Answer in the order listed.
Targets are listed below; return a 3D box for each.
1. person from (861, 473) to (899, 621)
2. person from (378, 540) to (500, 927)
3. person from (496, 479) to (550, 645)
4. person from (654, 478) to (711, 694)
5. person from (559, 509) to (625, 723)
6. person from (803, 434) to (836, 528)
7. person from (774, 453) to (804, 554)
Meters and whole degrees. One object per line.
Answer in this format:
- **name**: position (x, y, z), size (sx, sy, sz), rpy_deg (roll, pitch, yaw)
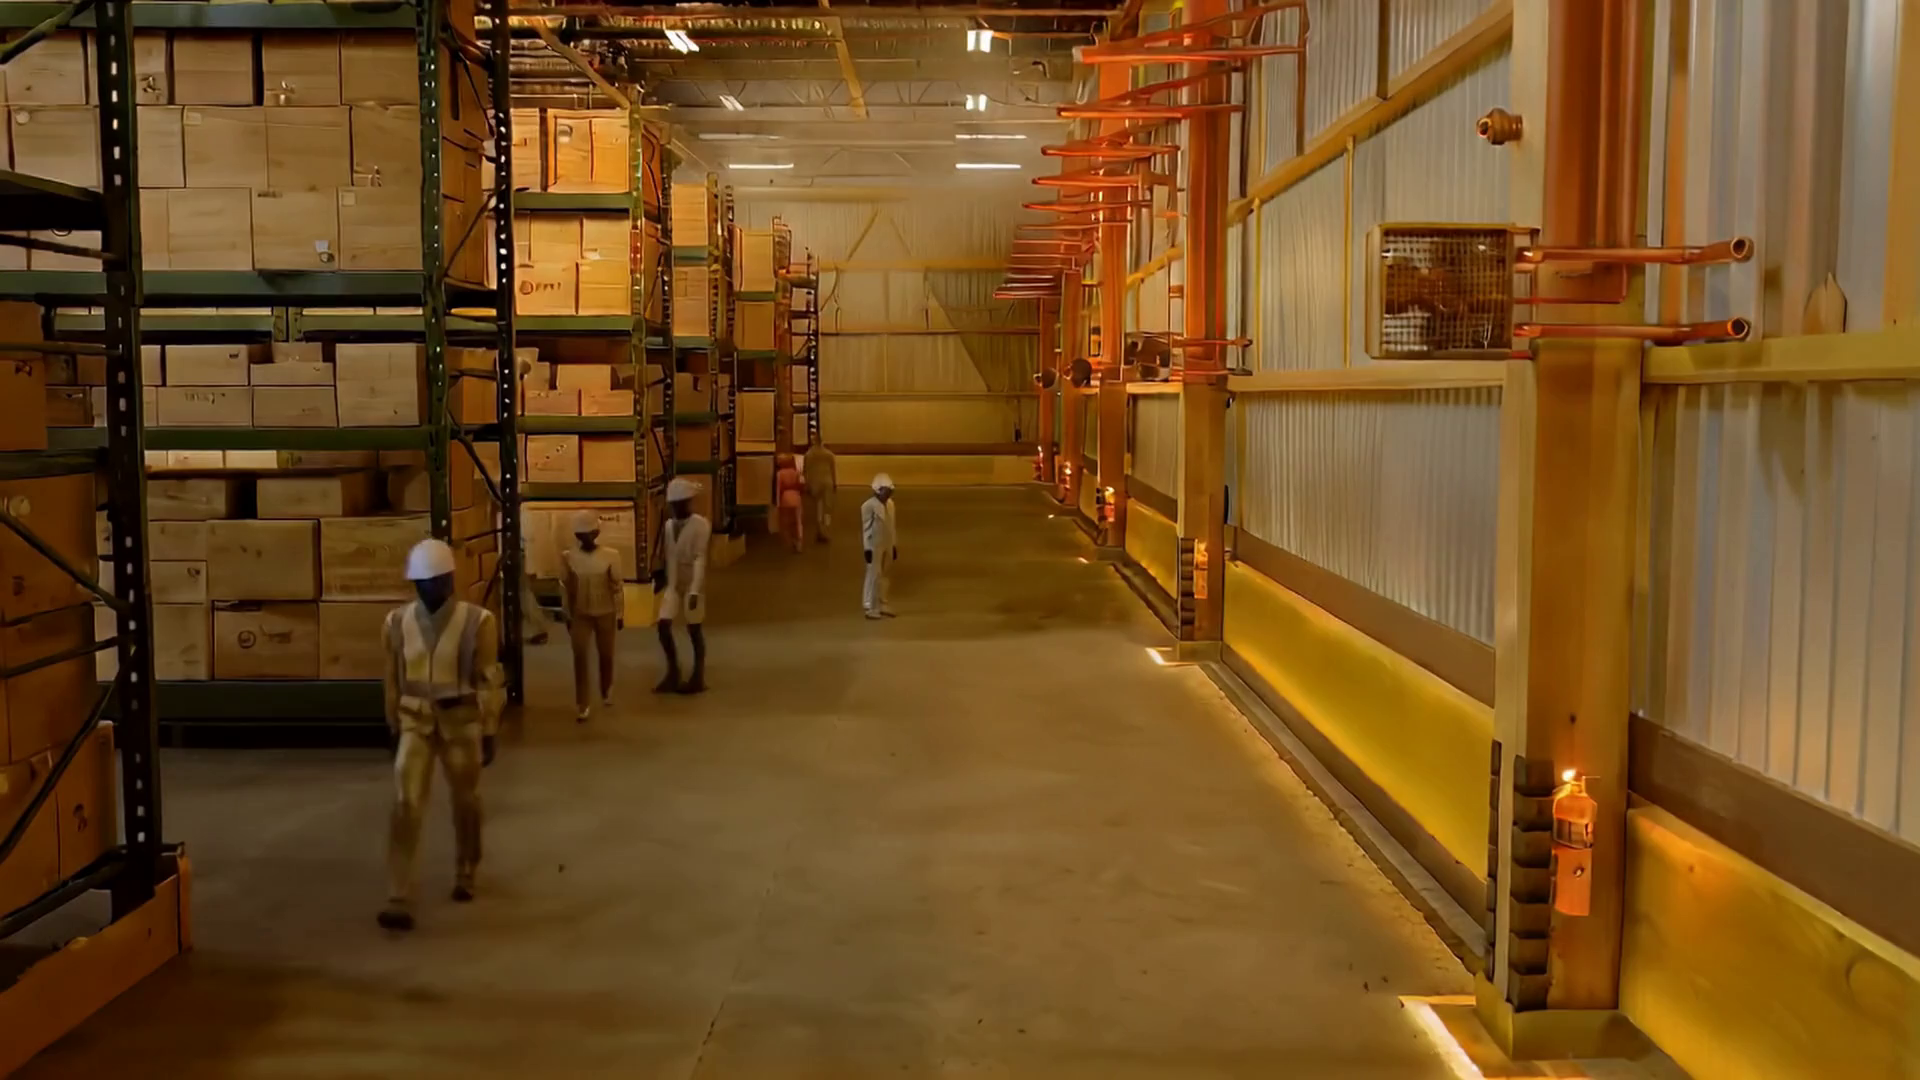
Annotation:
- **person**: position (-0.915, 0.078, 19.568), size (0.353, 1.742, 0.566), rpy_deg (4, 7, 41)
- **person**: position (-2.619, 0.960, 8.313), size (0.629, 1.901, 0.949), rpy_deg (0, 5, 1)
- **person**: position (-4.724, 0.249, 17.365), size (0.967, 1.774, 0.603), rpy_deg (-3, 6, -31)
- **person**: position (-2.458, 0.420, 14.603), size (0.544, 1.919, 0.577), rpy_deg (4, 6, 36)
- **person**: position (-3.009, 0.588, 13.686), size (0.538, 1.727, 0.875), rpy_deg (0, 5, -3)
- **person**: position (-2.825, -1.182, 33.418), size (0.675, 1.886, 0.481), rpy_deg (0, 5, -4)
- **person**: position (-2.915, -0.615, 27.925), size (0.470, 1.691, 0.727), rpy_deg (-3, 6, -29)
